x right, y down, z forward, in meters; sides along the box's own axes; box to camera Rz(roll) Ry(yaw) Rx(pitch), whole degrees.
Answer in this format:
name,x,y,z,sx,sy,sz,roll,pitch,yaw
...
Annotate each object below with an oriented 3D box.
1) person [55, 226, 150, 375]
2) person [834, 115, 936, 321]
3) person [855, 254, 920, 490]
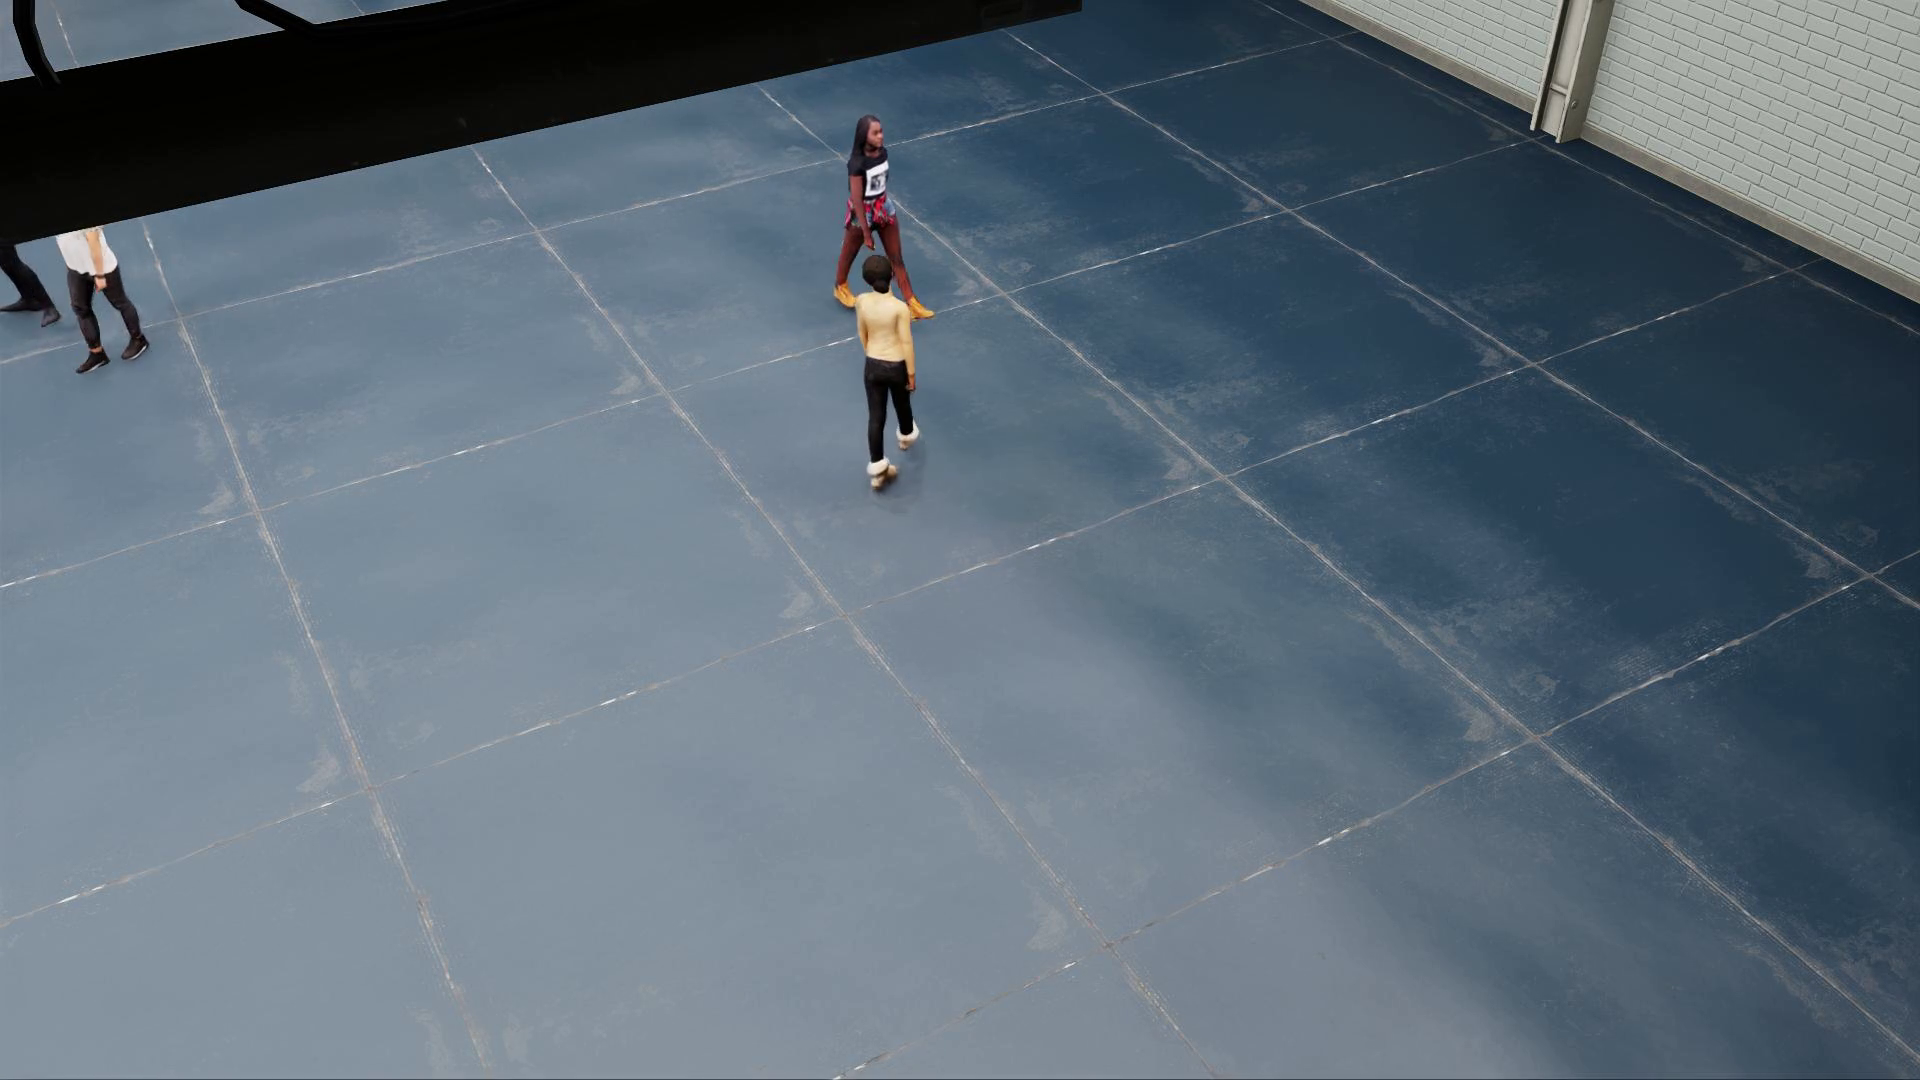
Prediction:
name,x,y,z,sx,sy,sz,roll,pitch,yaw
person,-6.486,-2.128,12.526,0.910,1.698,0.964,10,39,12
person,-0.788,-2.503,13.028,1.272,1.669,0.926,25,45,29
person,-0.511,-1.110,11.290,1.029,1.617,1.062,17,41,20
